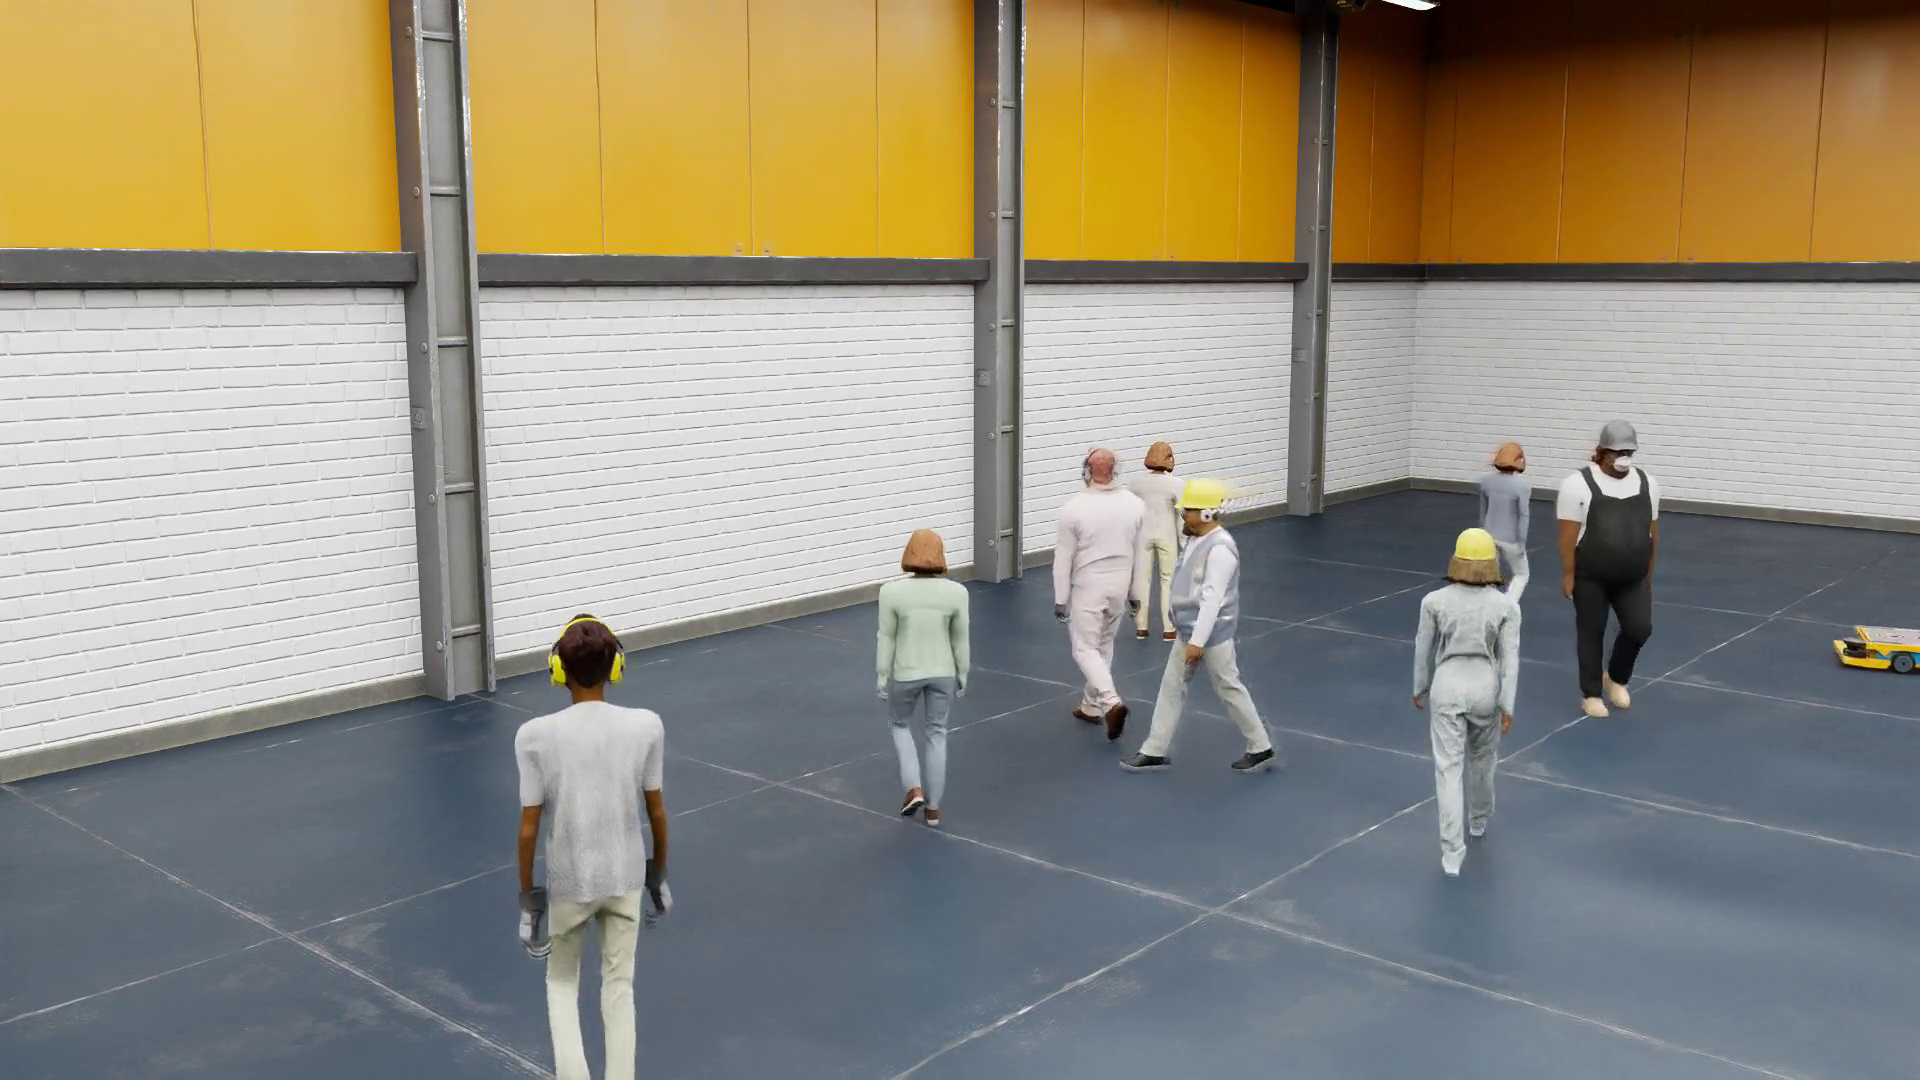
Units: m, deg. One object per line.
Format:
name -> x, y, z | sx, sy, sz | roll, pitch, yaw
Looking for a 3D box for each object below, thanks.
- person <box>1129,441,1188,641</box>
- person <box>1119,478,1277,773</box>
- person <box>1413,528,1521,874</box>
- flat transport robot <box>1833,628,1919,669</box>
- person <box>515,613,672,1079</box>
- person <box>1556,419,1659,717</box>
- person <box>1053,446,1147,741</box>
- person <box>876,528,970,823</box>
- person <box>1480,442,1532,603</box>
person -> 1.616, 0.010, 13.570 | 0.508, 1.632, 0.270 | 4, 10, 26
person -> 1.464, 0.520, 9.887 | 0.923, 1.793, 0.584 | -2, 9, -13
person -> 2.578, 0.780, 8.513 | 0.503, 1.701, 0.890 | 2, 9, 14
flat transport robot -> 7.453, 0.846, 12.587 | 1.431, 0.197, 0.652 | 3, 10, 21
person -> -1.226, 1.167, 5.596 | 0.539, 1.854, 0.419 | -3, 10, -19
person -> 4.371, 0.185, 11.194 | 0.693, 2.000, 0.536 | 0, 9, 1
person -> 0.916, 0.335, 10.766 | 0.650, 1.883, 0.822 | -4, 10, -25
person -> -0.202, 0.738, 9.044 | 0.519, 1.617, 0.346 | -2, 9, -10
person -> 4.466, 0.005, 13.660 | 0.387, 1.619, 0.508 | -7, 12, -38
